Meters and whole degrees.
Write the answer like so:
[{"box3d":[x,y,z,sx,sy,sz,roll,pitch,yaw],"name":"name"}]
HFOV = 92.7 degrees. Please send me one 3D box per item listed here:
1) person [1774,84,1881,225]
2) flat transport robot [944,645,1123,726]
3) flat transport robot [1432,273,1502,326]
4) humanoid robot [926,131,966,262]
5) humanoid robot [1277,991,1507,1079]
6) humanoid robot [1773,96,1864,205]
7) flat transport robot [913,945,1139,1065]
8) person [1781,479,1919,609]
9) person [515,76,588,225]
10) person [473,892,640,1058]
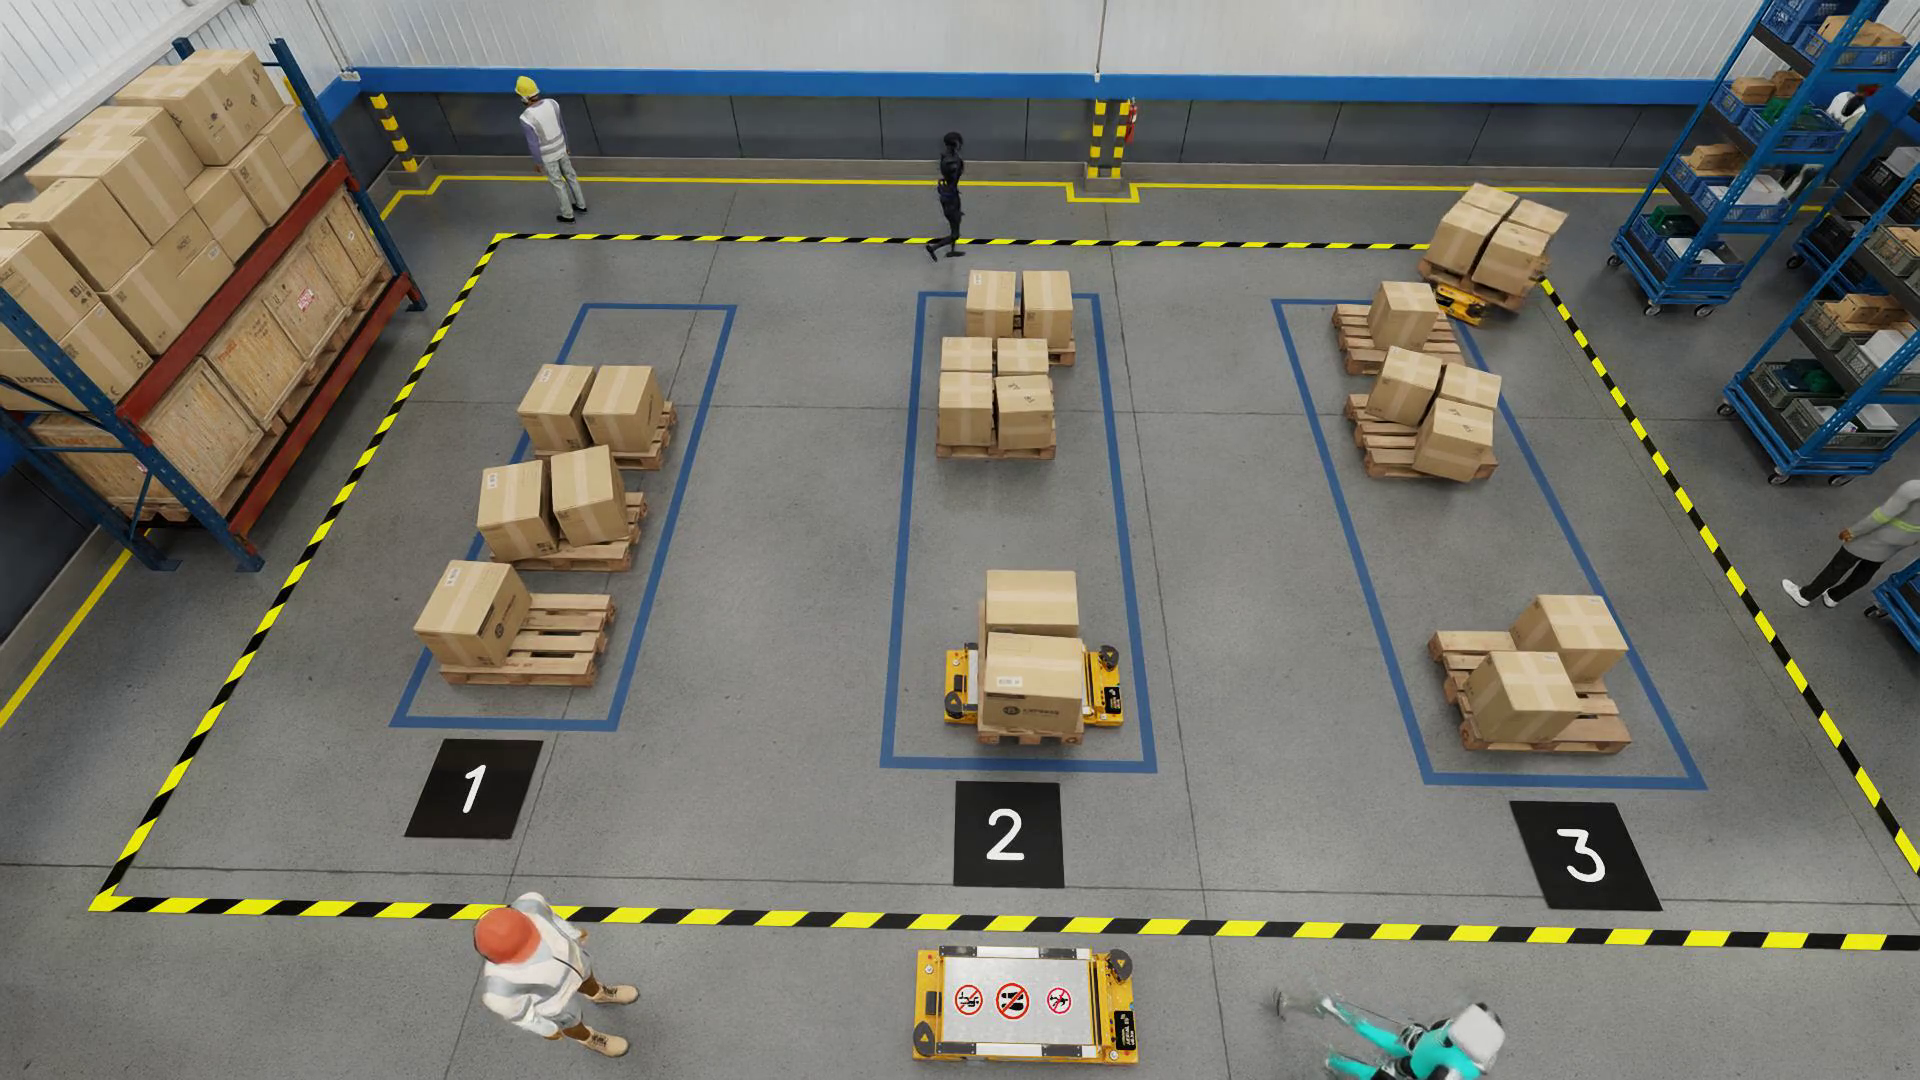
[{"box3d":[10.736,-4.882,11.445,0.390,1.849,0.563,5,51,4],"name":"person"},{"box3d":[0.596,1.174,7.511,1.431,0.197,0.652,1,51,1],"name":"flat transport robot"},{"box3d":[6.194,-3.118,11.010,0.652,0.197,1.431,33,58,24],"name":"flat transport robot"},{"box3d":[-0.180,-4.071,10.898,0.480,1.646,0.608,-7,51,-6],"name":"humanoid robot"},{"box3d":[2.299,2.782,5.282,0.553,1.761,0.974,-36,59,-26],"name":"humanoid robot"},{"box3d":[10.677,-4.768,11.501,0.595,1.633,0.766,32,58,24],"name":"humanoid robot"},{"box3d":[0.422,3.041,6.007,1.431,0.231,0.659,1,51,1],"name":"flat transport robot"},{"box3d":[7.620,-0.079,7.527,0.596,1.852,0.365,4,51,3],"name":"person"},{"box3d":[-5.107,-4.846,11.424,0.404,1.837,0.587,21,54,16],"name":"person"},{"box3d":[-2.303,2.524,5.285,0.369,2.040,0.615,0,51,0],"name":"person"}]
